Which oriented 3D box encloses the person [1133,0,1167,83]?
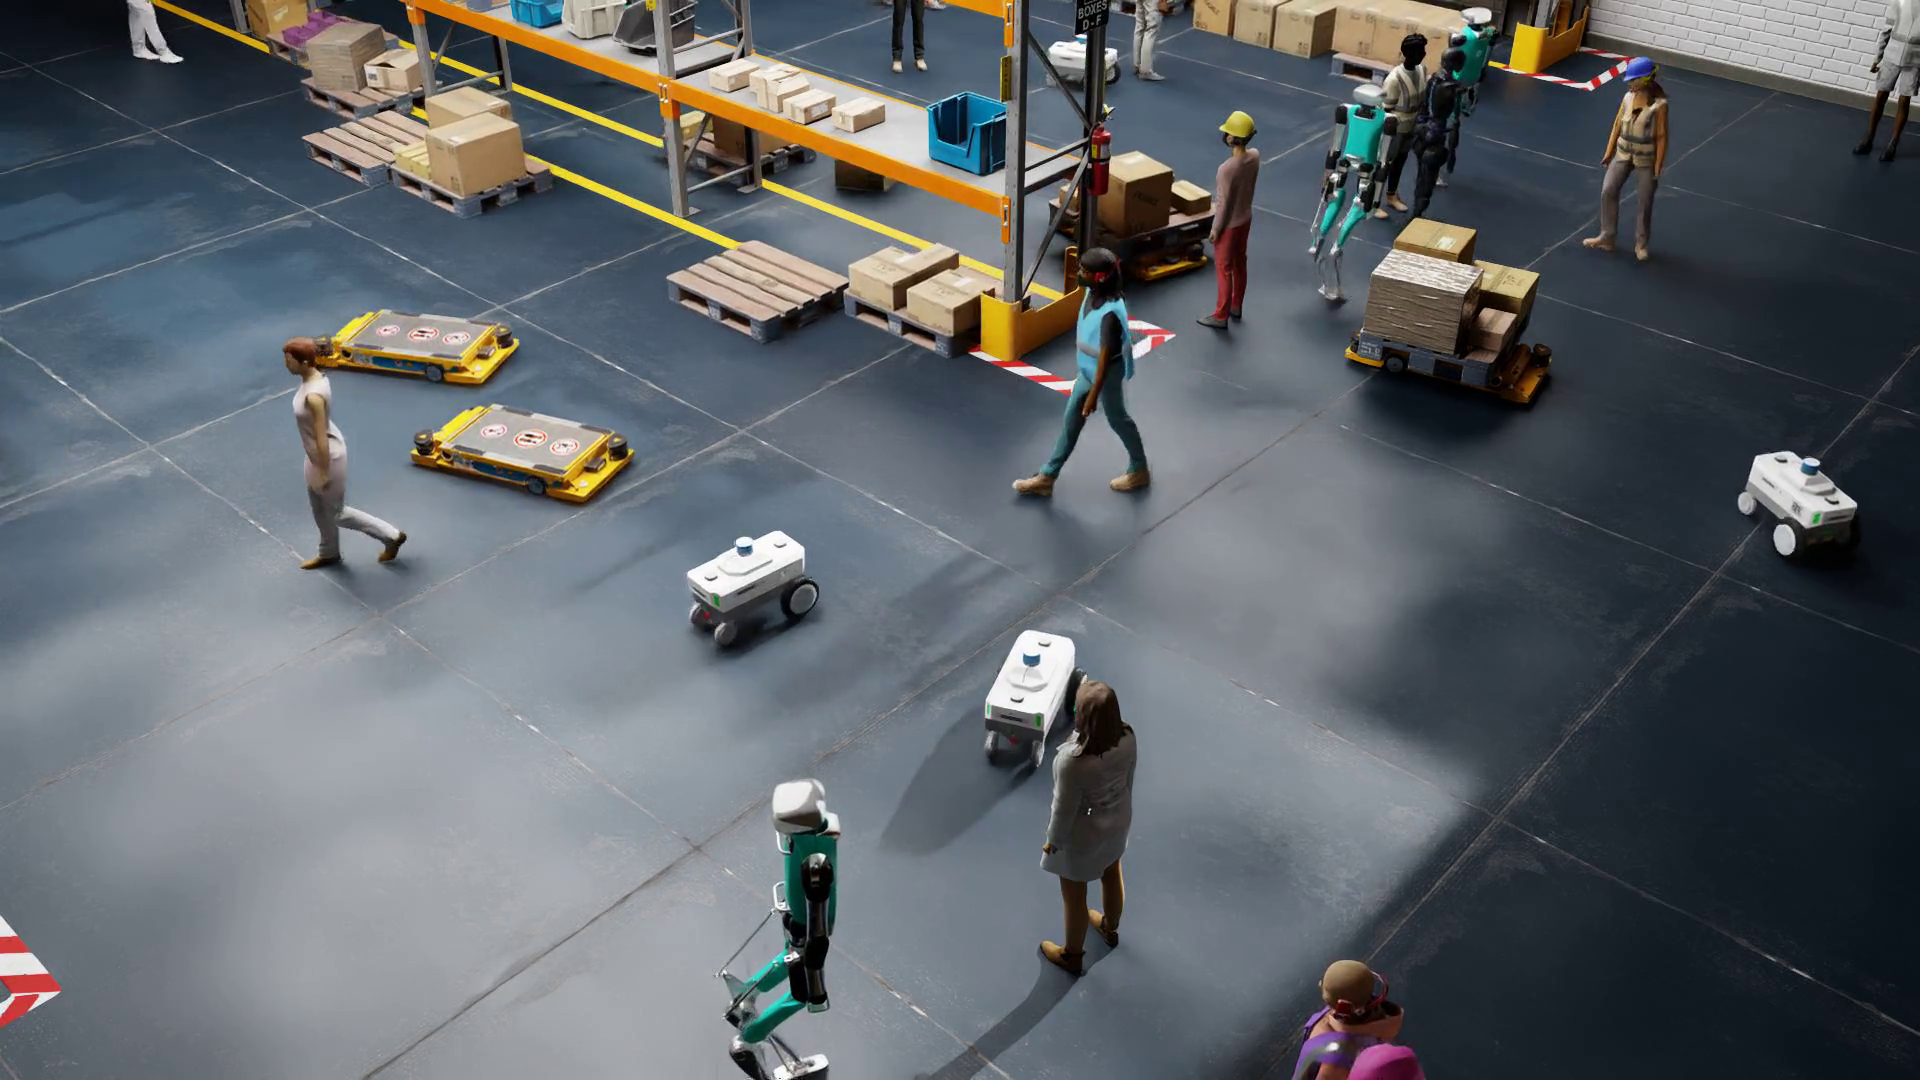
[{"bbox_3d":[2.034,-5.912,17.952,0.398,1.890,0.581,-11,36,-16],"label":"person"}]

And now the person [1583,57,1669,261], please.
[{"bbox_3d":[5.817,-3.250,14.228,0.423,1.735,0.567,-23,41,-30],"label":"person"}]

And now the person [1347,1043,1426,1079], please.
[{"bbox_3d":[1.356,2.451,5.790,1.019,1.930,0.517,-7,35,-10],"label":"person"}]

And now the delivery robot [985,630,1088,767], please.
[{"bbox_3d":[0.404,0.845,9.350,0.499,0.613,0.807,11,36,16],"label":"delivery robot"}]

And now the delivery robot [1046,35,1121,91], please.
[{"bbox_3d":[1.348,-5.159,18.050,0.811,0.614,0.499,14,37,20],"label":"delivery robot"}]

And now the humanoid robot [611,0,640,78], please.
[{"bbox_3d":[-3.691,-5.682,17.768,1.027,1.739,0.538,26,42,33],"label":"humanoid robot"}]

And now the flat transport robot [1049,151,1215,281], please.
[{"bbox_3d":[1.490,-2.693,14.712,0.659,0.231,1.431,-20,39,-26],"label":"flat transport robot"}]

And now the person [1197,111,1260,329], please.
[{"bbox_3d":[2.140,-2.528,13.151,0.298,1.772,0.531,24,41,31],"label":"person"}]

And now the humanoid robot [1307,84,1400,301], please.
[{"bbox_3d":[3.089,-2.735,13.467,0.532,1.749,0.837,22,40,28],"label":"humanoid robot"}]

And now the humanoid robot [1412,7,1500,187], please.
[{"bbox_3d":[4.516,-4.089,15.511,0.535,1.852,0.698,-16,38,-22],"label":"humanoid robot"}]

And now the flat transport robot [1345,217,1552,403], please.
[{"bbox_3d":[3.788,-1.442,12.899,1.431,0.231,0.659,18,39,25],"label":"flat transport robot"}]

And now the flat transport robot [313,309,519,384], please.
[{"bbox_3d":[-4.258,-1.519,13.011,1.431,0.231,0.659,8,35,11],"label":"flat transport robot"}]

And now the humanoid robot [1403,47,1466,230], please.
[{"bbox_3d":[4.163,-3.525,14.701,0.404,1.668,0.600,-10,36,-14],"label":"humanoid robot"}]

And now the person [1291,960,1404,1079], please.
[{"bbox_3d":[1.416,2.218,6.348,0.347,1.691,0.496,16,38,22],"label":"person"}]

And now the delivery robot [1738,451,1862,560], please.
[{"bbox_3d":[5.518,-0.267,10.933,0.499,0.580,0.766,-8,35,-12],"label":"delivery robot"}]

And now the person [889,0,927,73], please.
[{"bbox_3d":[-0.548,-6.057,18.205,0.504,1.837,0.348,-6,35,-9],"label":"person"}]

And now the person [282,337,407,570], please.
[{"bbox_3d":[-3.918,-0.511,10.337,0.647,1.637,0.469,-14,37,-19],"label":"person"}]

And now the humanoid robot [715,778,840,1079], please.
[{"bbox_3d":[-0.812,1.765,6.972,0.679,1.820,0.539,-6,35,-8],"label":"humanoid robot"}]

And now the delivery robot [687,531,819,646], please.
[{"bbox_3d":[-1.302,0.249,10.185,0.756,0.580,0.499,-27,43,-33],"label":"delivery robot"}]

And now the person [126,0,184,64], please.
[{"bbox_3d":[-9.055,-6.217,18.400,0.838,1.875,0.665,5,35,7],"label":"person"}]

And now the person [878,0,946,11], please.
[{"bbox_3d":[-0.647,-7.291,20.082,0.887,1.716,0.504,4,35,6],"label":"person"}]

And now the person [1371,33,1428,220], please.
[{"bbox_3d":[3.953,-3.723,14.954,0.528,1.688,0.322,-27,43,-33],"label":"person"}]

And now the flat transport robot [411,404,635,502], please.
[{"bbox_3d":[-3.087,-0.634,11.729,1.431,0.231,0.659,13,37,18],"label":"flat transport robot"}]

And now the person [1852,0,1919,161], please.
[{"bbox_3d":[9.125,-4.640,16.079,0.545,1.927,0.388,27,43,33],"label":"person"}]

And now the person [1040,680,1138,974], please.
[{"bbox_3d":[0.591,1.312,7.683,0.483,1.660,0.337,-24,41,-31],"label":"person"}]

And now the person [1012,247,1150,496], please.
[{"bbox_3d":[0.890,-1.064,10.996,1.010,1.808,0.544,-10,36,-15],"label":"person"}]
